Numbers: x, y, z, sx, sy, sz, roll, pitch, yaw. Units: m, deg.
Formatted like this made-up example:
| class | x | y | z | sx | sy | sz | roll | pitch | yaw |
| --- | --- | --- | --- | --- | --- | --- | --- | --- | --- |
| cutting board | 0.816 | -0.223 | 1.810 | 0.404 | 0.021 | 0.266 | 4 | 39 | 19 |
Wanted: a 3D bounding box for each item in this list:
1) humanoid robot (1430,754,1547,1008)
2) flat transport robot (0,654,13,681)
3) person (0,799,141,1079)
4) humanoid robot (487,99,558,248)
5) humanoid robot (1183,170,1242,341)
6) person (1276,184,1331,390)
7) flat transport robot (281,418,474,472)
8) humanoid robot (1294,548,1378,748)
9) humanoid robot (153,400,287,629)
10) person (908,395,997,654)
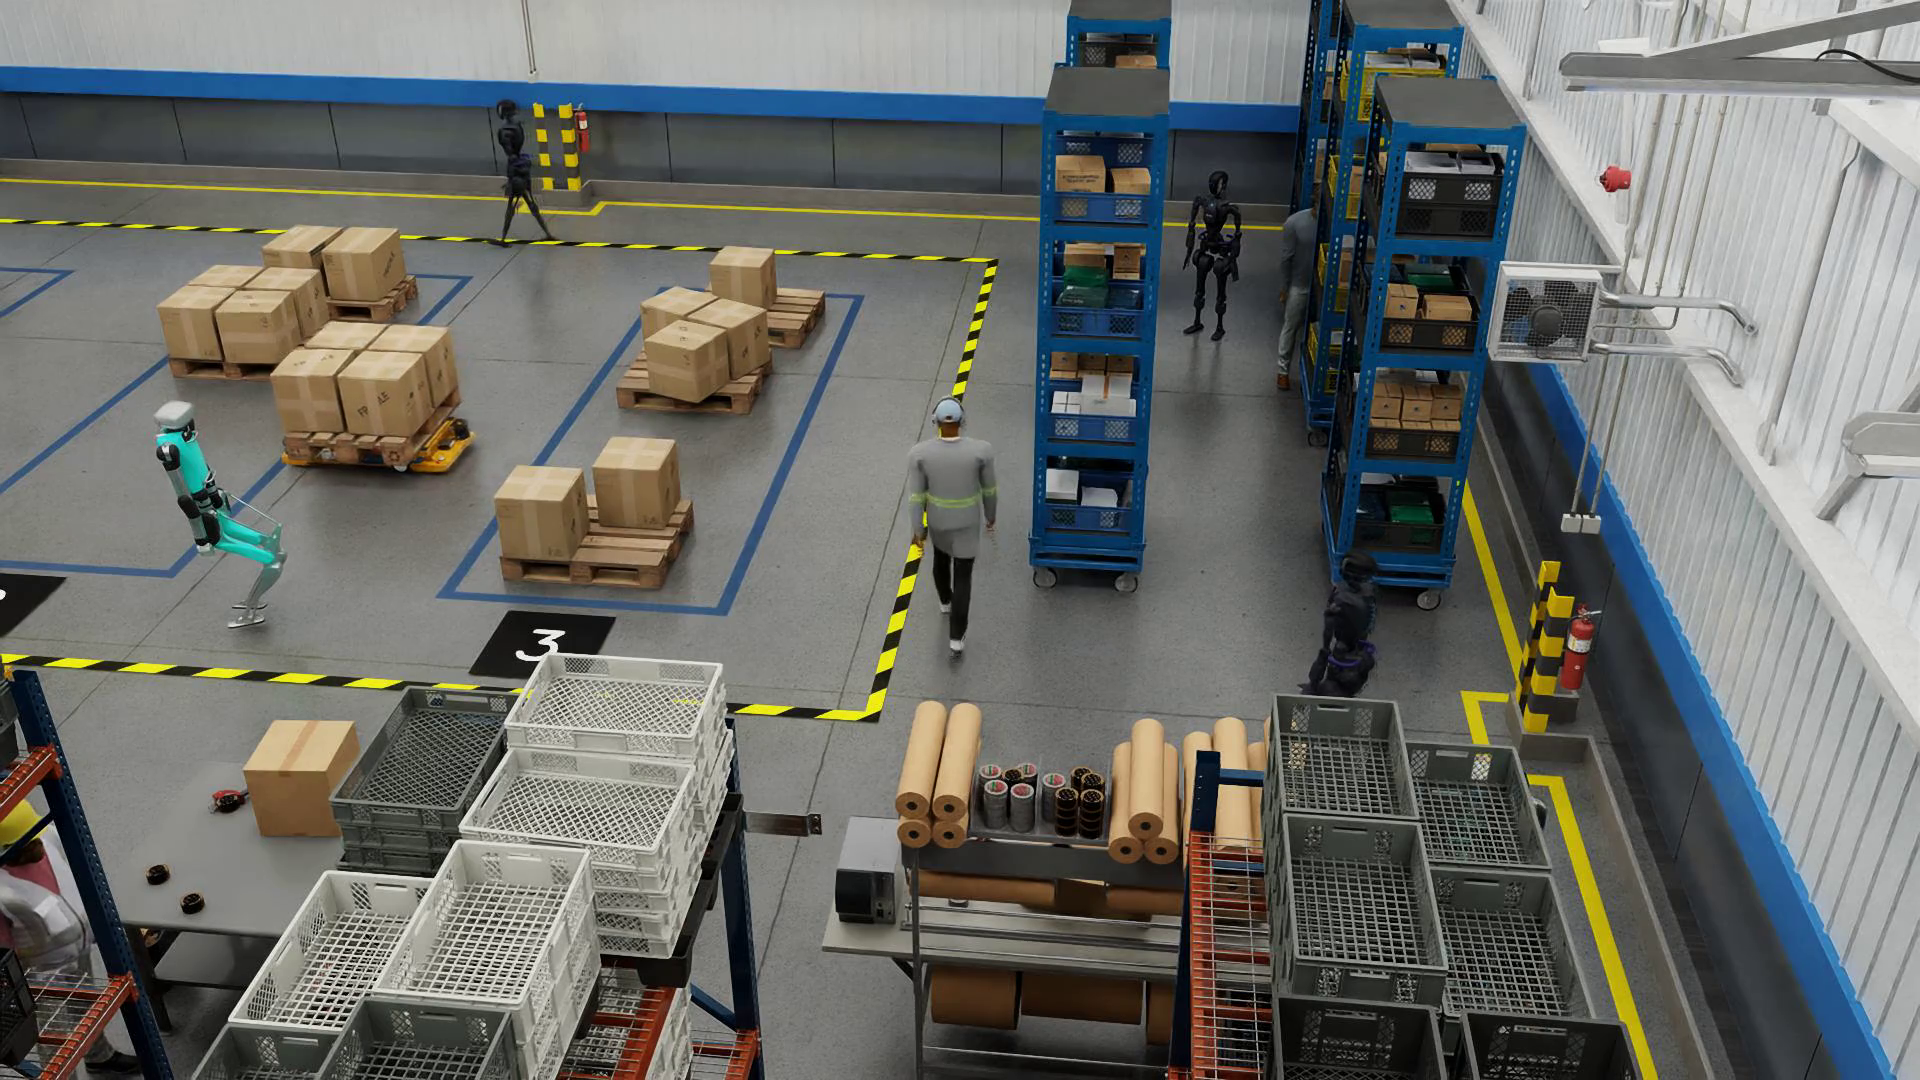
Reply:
| class | x | y | z | sx | sy | sz | roll | pitch | yaw |
| --- | --- | --- | --- | --- | --- | --- | --- | --- | --- |
| humanoid robot | 2.407 | 1.940 | 7.915 | 0.557 | 1.792 | 0.811 | 10 | 32 | 17 |
| flat transport robot | -7.142 | 0.969 | 11.010 | 1.431 | 0.231 | 0.659 | 3 | 30 | 6 |
| person | -4.254 | 1.931 | 7.801 | 0.405 | 1.833 | 0.589 | 3 | 30 | 5 |
| humanoid robot | -4.874 | -4.008 | 18.189 | 0.752 | 1.627 | 0.584 | -3 | 30 | -4 |
| humanoid robot | 2.437 | -2.735 | 15.956 | 0.599 | 1.657 | 0.315 | 21 | 36 | 31 |
| person | 3.158 | -2.279 | 14.933 | 0.627 | 1.935 | 0.372 | -2 | 30 | -3 |
| flat transport robot | -4.932 | -0.842 | 14.092 | 1.431 | 0.197 | 0.652 | 3 | 30 | 6 |
| humanoid robot | 2.222 | 0.780 | 9.934 | 0.401 | 1.652 | 0.600 | 24 | 38 | 35 |
| humanoid robot | -4.967 | -0.179 | 11.388 | 0.735 | 1.677 | 0.533 | -5 | 31 | -8 |
| person | -0.055 | -0.127 | 11.359 | 0.590 | 1.813 | 0.918 | 4 | 30 | 6 |
